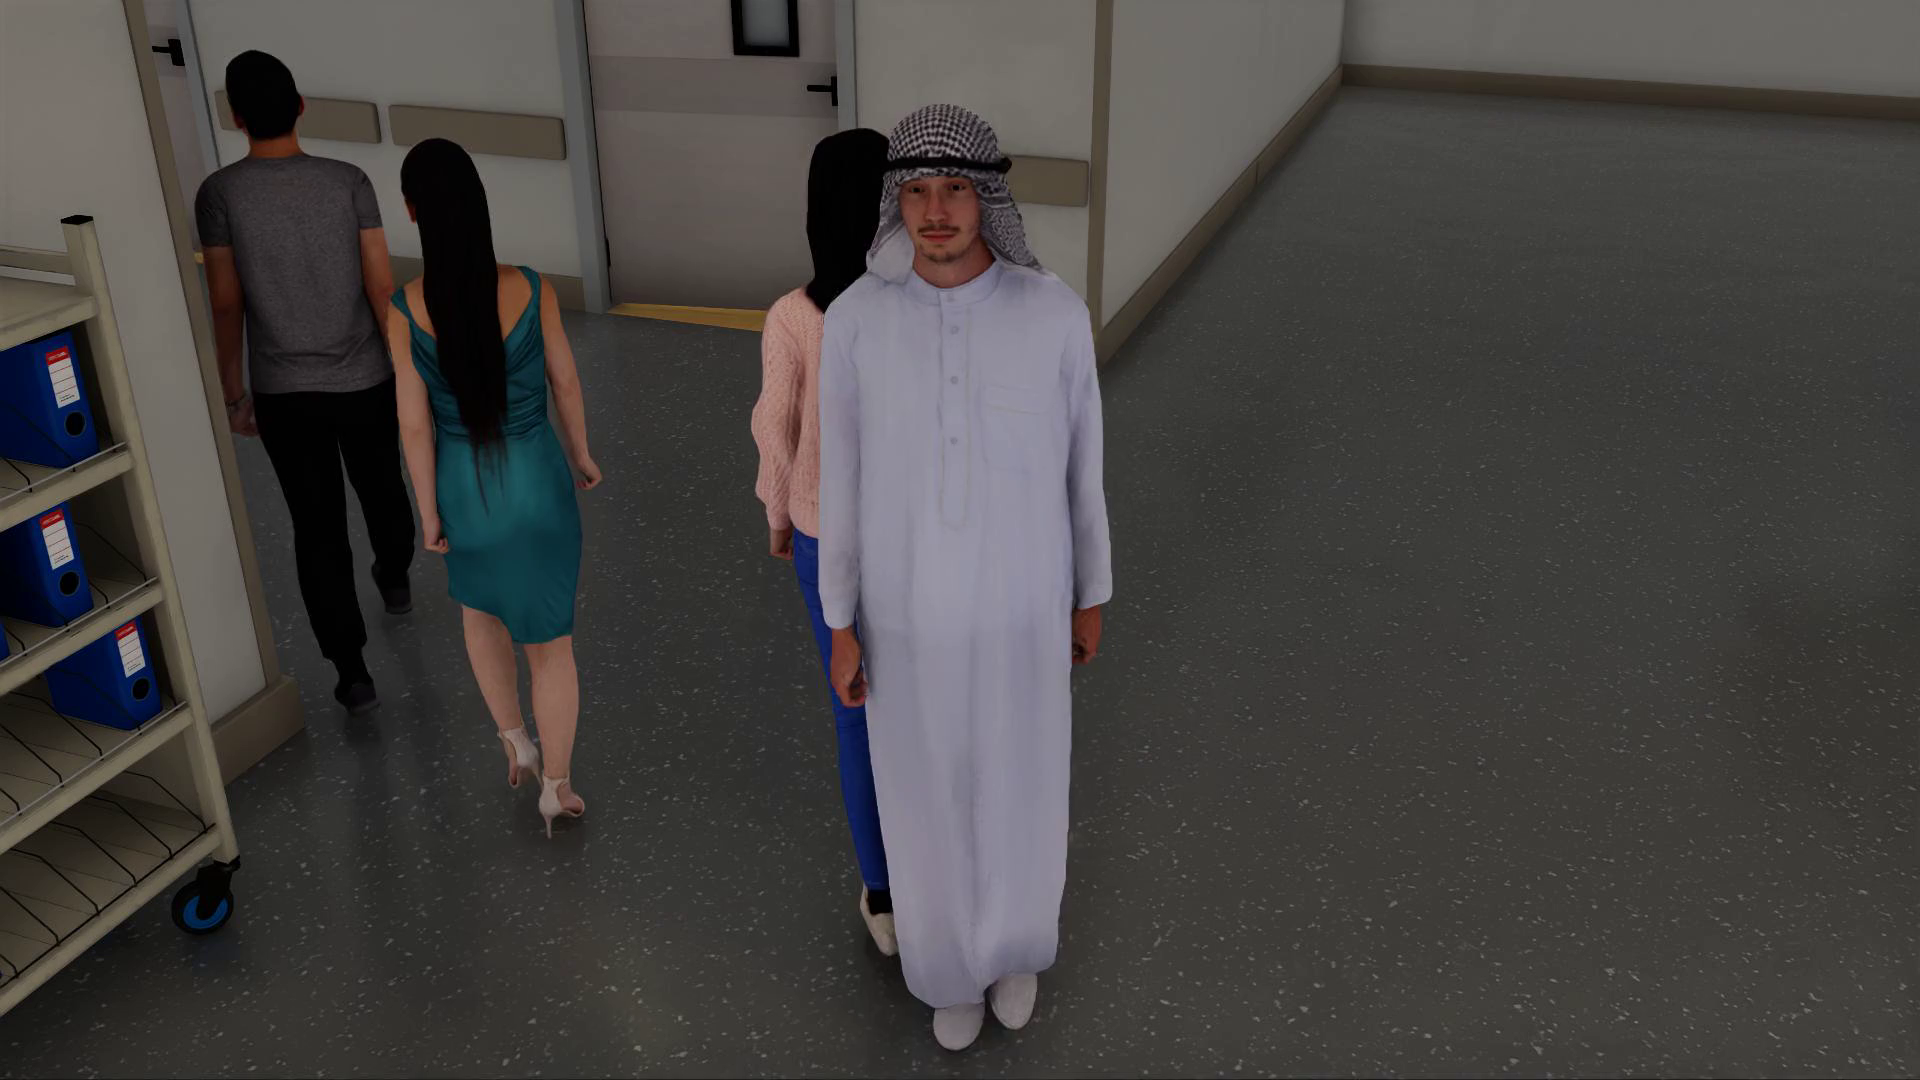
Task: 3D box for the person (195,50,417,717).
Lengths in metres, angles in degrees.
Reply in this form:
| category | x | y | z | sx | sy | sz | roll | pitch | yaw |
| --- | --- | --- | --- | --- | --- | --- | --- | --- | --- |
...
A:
| category | x | y | z | sx | sy | sz | roll | pitch | yaw |
| --- | --- | --- | --- | --- | --- | --- | --- | --- | --- |
| person | -1.683 | -0.357 | 4.403 | 1.147 | 1.706 | 1.202 | -12 | 28 | -22 |

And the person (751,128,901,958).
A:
| category | x | y | z | sx | sy | sz | roll | pitch | yaw |
| --- | --- | --- | --- | --- | --- | --- | --- | --- | --- |
| person | -0.179 | 0.071 | 3.511 | 1.000 | 1.710 | 1.253 | -3 | 26 | -6 |

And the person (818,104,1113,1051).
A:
| category | x | y | z | sx | sy | sz | roll | pitch | yaw |
| --- | --- | --- | --- | --- | --- | --- | --- | --- | --- |
| person | 0.025 | 0.107 | 3.202 | 0.782 | 1.913 | 0.837 | 2 | 26 | 5 |

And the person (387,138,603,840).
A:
| category | x | y | z | sx | sy | sz | roll | pitch | yaw |
| --- | --- | --- | --- | --- | --- | --- | --- | --- | --- |
| person | -1.035 | -0.035 | 3.773 | 0.703 | 1.673 | 0.752 | -5 | 26 | -9 |
